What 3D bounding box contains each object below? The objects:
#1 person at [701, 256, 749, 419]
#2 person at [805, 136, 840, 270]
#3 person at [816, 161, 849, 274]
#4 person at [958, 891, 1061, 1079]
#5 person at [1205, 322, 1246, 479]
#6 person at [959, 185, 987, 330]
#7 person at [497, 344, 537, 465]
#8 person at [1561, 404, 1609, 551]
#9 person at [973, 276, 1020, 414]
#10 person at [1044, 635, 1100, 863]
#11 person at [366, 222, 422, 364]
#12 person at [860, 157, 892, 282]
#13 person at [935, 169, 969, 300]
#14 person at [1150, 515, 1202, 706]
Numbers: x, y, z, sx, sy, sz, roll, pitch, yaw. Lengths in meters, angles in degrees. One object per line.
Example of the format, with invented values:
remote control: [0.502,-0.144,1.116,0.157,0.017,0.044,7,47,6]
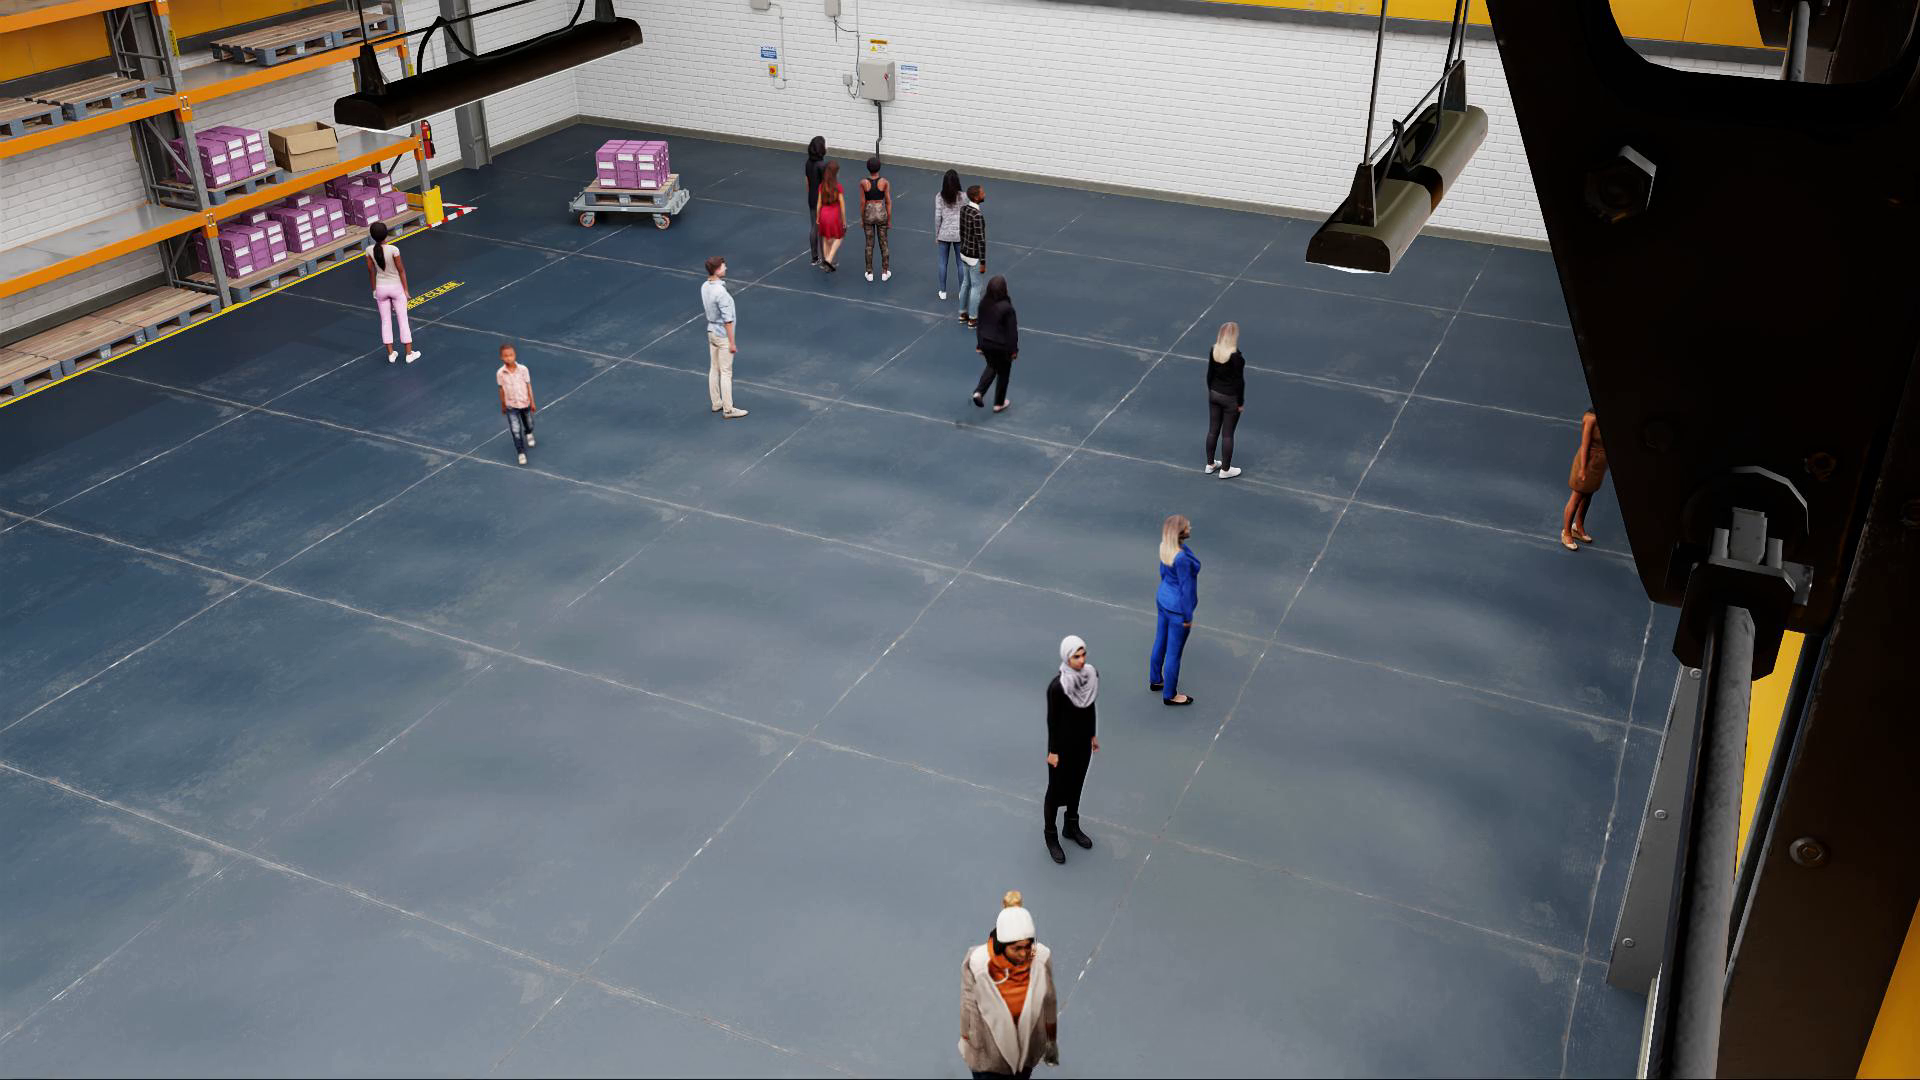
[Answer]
person: [-2.679,-2.280,18.579,0.729,1.847,0.733,-19,34,-30]
person: [-1.952,-4.684,22.997,0.665,1.836,0.695,-23,36,-35]
person: [-1.770,-4.393,22.769,0.641,1.543,0.766,7,29,12]
person: [0.241,2.701,9.417,0.917,1.876,0.979,-8,30,-15]
person: [2.735,-1.454,17.234,0.672,1.685,0.682,-22,36,-35]
person: [0.154,-3.593,21.014,0.767,1.819,0.738,-14,32,-24]
person: [-4.702,-1.490,17.705,0.802,1.297,0.893,-7,29,-12]
person: [6.022,-0.723,15.887,0.580,1.690,0.693,-21,35,-33]
person: [0.376,-2.146,18.586,0.735,1.605,0.838,20,34,32]
person: [0.774,1.455,11.802,0.622,1.780,0.741,-20,34,-32]
person: [-6.850,-2.983,19.978,0.651,1.741,0.637,1,29,1]
person: [-1.146,-4.356,22.538,0.661,1.700,0.673,-2,29,-3]
person: [-0.107,-4.026,21.898,0.680,1.733,0.657,1,29,2]
person: [1.733,0.553,13.538,0.760,1.701,0.695,-9,30,-16]
